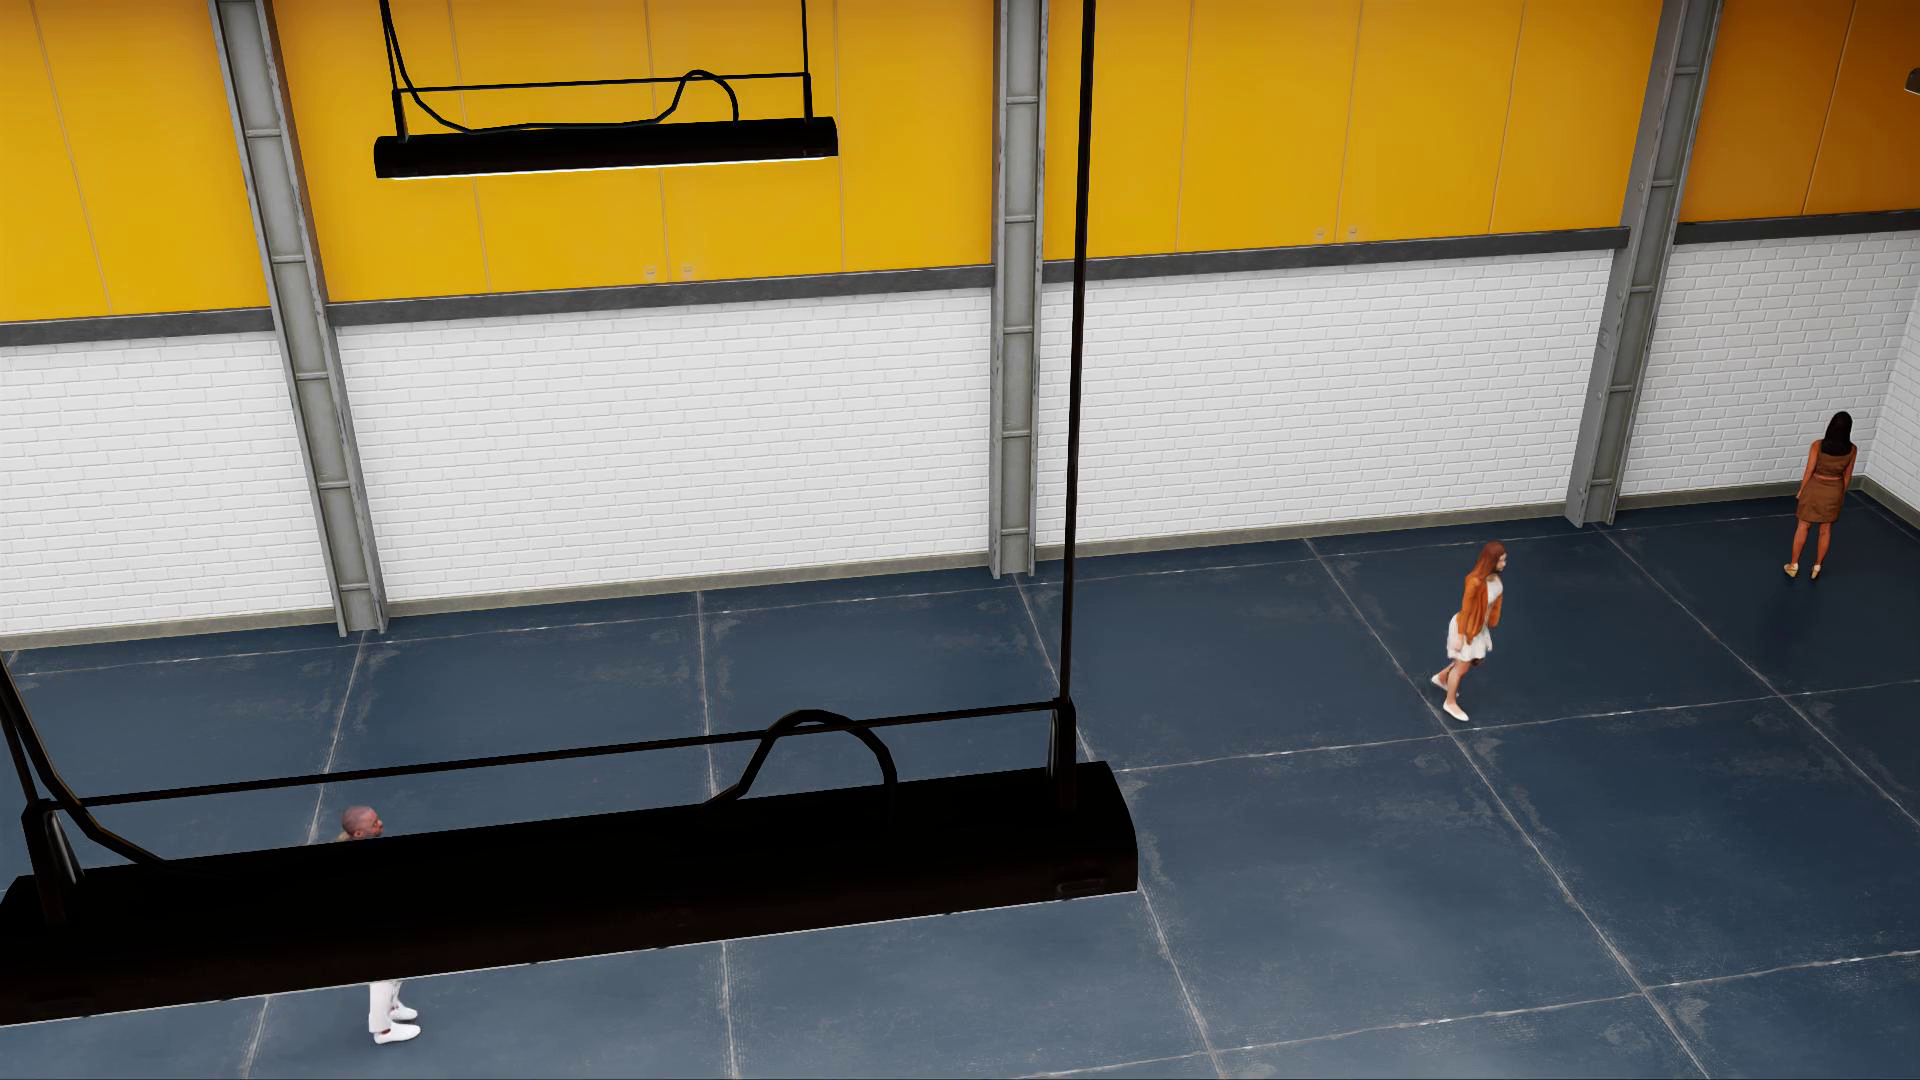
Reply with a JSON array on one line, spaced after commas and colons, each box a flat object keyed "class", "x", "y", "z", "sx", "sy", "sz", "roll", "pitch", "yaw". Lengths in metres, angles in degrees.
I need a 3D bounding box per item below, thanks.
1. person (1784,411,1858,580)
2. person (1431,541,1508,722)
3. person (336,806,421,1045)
[{"class": "person", "x": 8.064, "y": -0.420, "z": 15.565, "sx": 0.563, "sy": 1.688, "sz": 0.695, "roll": 6, "pitch": 29, "yaw": 10}, {"class": "person", "x": 4.105, "y": 0.693, "z": 13.518, "sx": 0.907, "sy": 1.695, "sz": 0.863, "roll": 22, "pitch": 35, "yaw": 34}, {"class": "person", "x": -3.698, "y": 2.401, "z": 10.266, "sx": 0.731, "sy": 1.810, "sz": 0.808, "roll": -11, "pitch": 31, "yaw": -20}]
